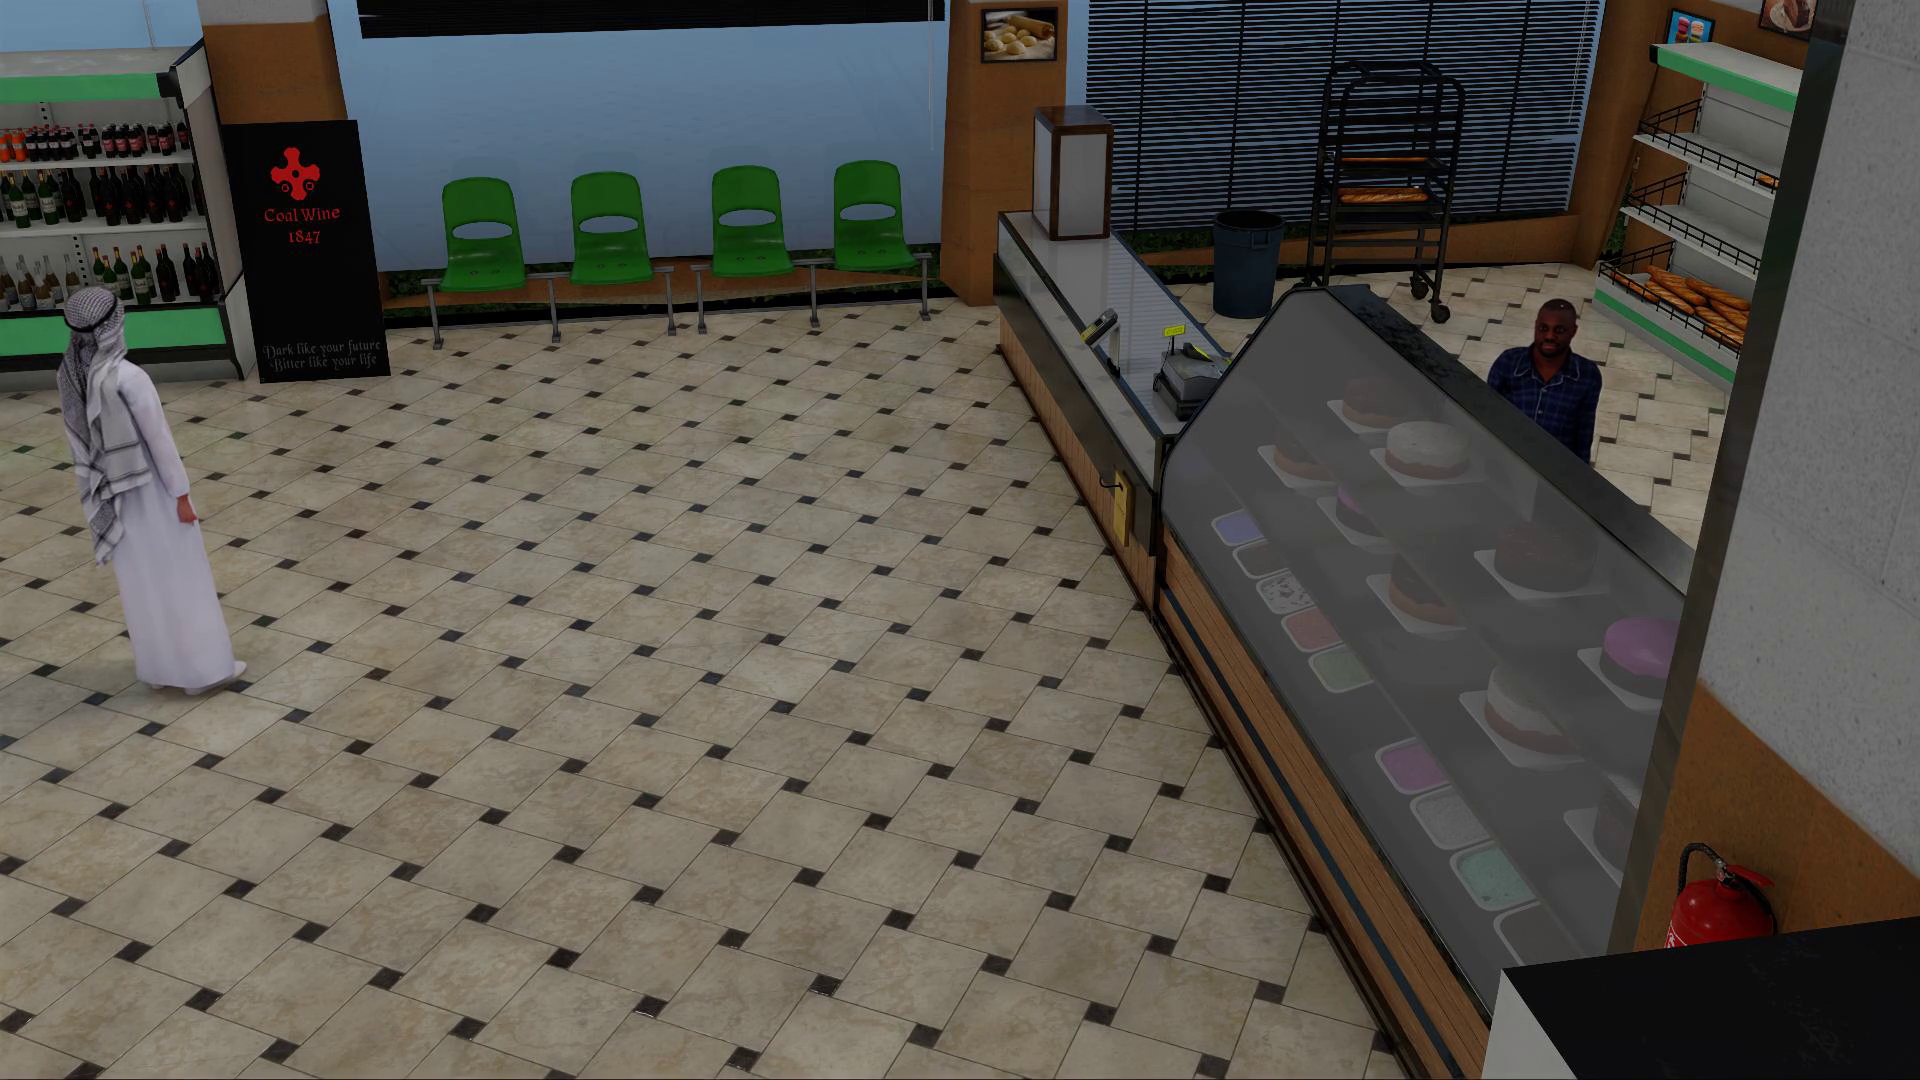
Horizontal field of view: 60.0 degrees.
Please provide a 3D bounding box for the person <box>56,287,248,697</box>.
[{"bbox_3d":[-3.651,-0.197,7.405,0.760,1.926,0.867,9,28,18],"label":"person"}]

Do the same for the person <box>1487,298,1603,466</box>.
[{"bbox_3d":[2.581,-0.232,7.585,0.729,1.824,0.835,10,29,19],"label":"person"}]
